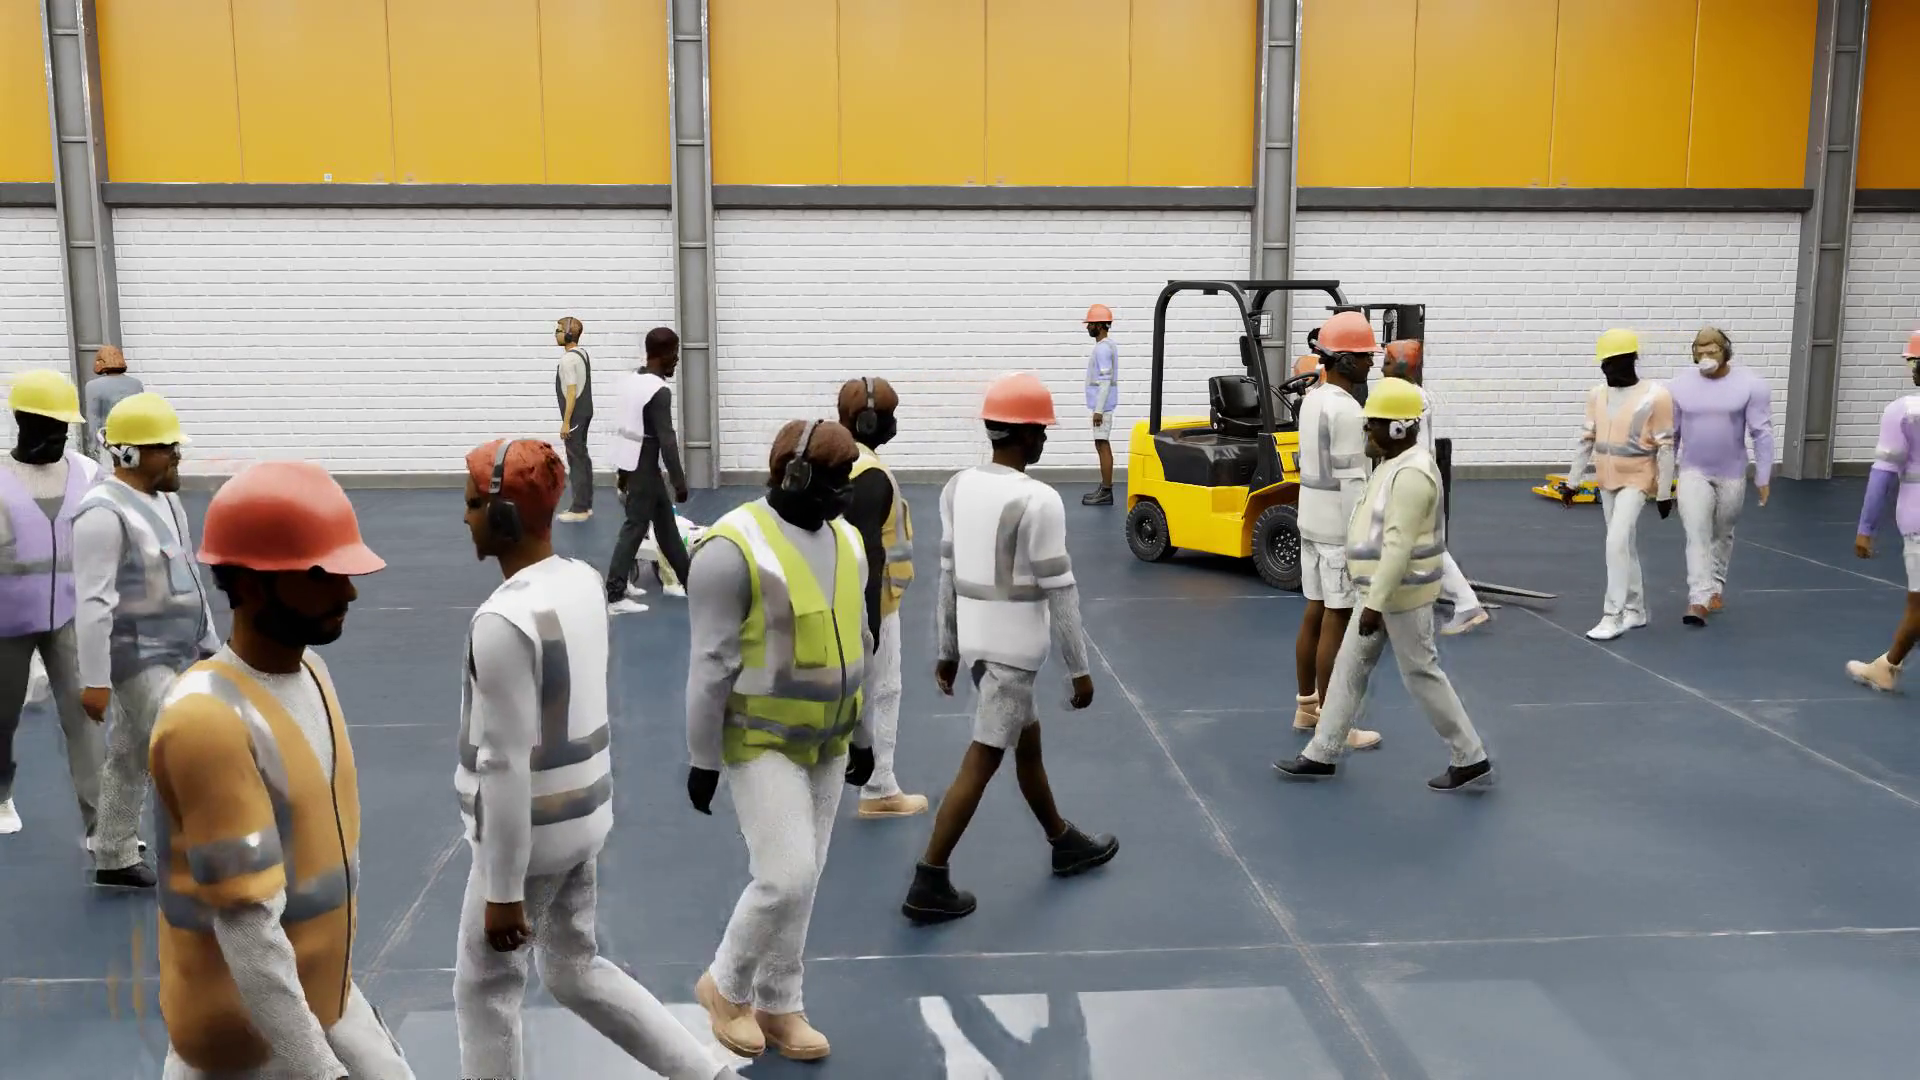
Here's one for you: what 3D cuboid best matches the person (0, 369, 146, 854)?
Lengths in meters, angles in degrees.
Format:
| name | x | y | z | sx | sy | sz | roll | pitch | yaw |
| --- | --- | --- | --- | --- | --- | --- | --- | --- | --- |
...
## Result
| name | x | y | z | sx | sy | sz | roll | pitch | yaw |
| --- | --- | --- | --- | --- | --- | --- | --- | --- | --- |
| person | -3.563 | 0.271 | 6.418 | 1.021 | 1.870 | 0.603 | 7 | 12 | 39 |

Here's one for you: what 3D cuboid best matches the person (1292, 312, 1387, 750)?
| name | x | y | z | sx | sy | sz | roll | pitch | yaw |
| --- | --- | --- | --- | --- | --- | --- | --- | --- | --- |
| person | 1.784 | -0.044 | 7.826 | 0.375 | 2.044 | 0.607 | -1 | 9 | -8 |

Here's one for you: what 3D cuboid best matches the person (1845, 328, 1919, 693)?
| name | x | y | z | sx | sy | sz | roll | pitch | yaw |
| --- | --- | --- | --- | --- | --- | --- | --- | --- | --- |
| person | 4.902 | -0.098 | 8.399 | 0.627 | 1.988 | 1.058 | -2 | 9 | -11 |

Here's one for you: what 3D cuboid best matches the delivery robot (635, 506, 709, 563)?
| name | x | y | z | sx | sy | sz | roll | pitch | yaw |
| --- | --- | --- | --- | --- | --- | --- | --- | --- | --- |
| delivery robot | -2.080 | -0.001 | 11.924 | 0.707 | 0.478 | 0.477 | 7 | 12 | 39 |

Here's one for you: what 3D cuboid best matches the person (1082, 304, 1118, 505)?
| name | x | y | z | sx | sy | sz | roll | pitch | yaw |
| --- | --- | --- | --- | --- | --- | --- | --- | --- | --- |
| person | 1.339 | -1.300 | 16.043 | 0.360 | 1.935 | 0.552 | 1 | 9 | 9 |

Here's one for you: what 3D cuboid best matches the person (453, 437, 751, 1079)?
| name | x | y | z | sx | sy | sz | roll | pitch | yaw |
| --- | --- | --- | --- | --- | --- | --- | --- | --- | --- |
| person | -0.912 | 0.683 | 3.851 | 0.806 | 1.859 | 0.585 | 1 | 9 | 9 |

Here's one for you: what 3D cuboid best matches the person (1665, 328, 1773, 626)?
| name | x | y | z | sx | sy | sz | roll | pitch | yaw |
| --- | --- | --- | --- | --- | --- | --- | --- | --- | --- |
| person | 4.806 | -0.401 | 10.624 | 0.668 | 1.891 | 0.986 | 5 | 10 | 27 |

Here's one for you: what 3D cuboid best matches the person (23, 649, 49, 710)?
| name | x | y | z | sx | sy | sz | roll | pitch | yaw |
| --- | --- | --- | --- | --- | --- | --- | --- | --- | --- |
| person | -5.025 | 0.029 | 8.406 | 0.805 | 1.716 | 0.492 | 4 | 10 | 24 |

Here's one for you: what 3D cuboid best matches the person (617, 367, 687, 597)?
| name | x | y | z | sx | sy | sz | roll | pitch | yaw |
| --- | --- | --- | --- | --- | --- | --- | --- | --- | --- |
| person | -2.141 | -0.383 | 11.372 | 0.603 | 1.597 | 0.491 | 1 | 9 | 3 |

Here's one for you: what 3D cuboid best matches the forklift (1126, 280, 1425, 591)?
| name | x | y | z | sx | sy | sz | roll | pitch | yaw |
| --- | --- | --- | --- | --- | --- | --- | --- | --- | --- |
| forklift | 2.301 | -0.860 | 12.475 | 1.214 | 2.155 | 2.313 | -6 | 11 | -35 |

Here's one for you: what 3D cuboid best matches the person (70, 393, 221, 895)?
| name | x | y | z | sx | sy | sz | roll | pitch | yaw |
| --- | --- | --- | --- | --- | --- | --- | --- | --- | --- |
| person | -2.725 | 0.389 | 5.858 | 0.844 | 1.797 | 0.626 | -1 | 9 | -6 |

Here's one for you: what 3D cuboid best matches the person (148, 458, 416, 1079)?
| name | x | y | z | sx | sy | sz | roll | pitch | yaw |
| --- | --- | --- | --- | --- | --- | --- | --- | --- | --- |
| person | -1.107 | 0.810 | 2.929 | 0.958 | 1.894 | 0.567 | 1 | 9 | 4 |

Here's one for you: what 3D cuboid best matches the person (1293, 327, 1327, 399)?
| name | x | y | z | sx | sy | sz | roll | pitch | yaw |
| --- | --- | --- | --- | --- | --- | --- | --- | --- | --- |
| person | 3.580 | -1.301 | 16.829 | 0.319 | 1.691 | 0.535 | -5 | 10 | -30 |

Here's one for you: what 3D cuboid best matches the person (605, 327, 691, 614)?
| name | x | y | z | sx | sy | sz | roll | pitch | yaw |
| --- | --- | --- | --- | --- | --- | --- | --- | --- | --- |
| person | -1.954 | -0.453 | 10.934 | 0.971 | 1.872 | 0.612 | -4 | 10 | -23 |

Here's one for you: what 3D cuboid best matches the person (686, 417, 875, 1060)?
| name | x | y | z | sx | sy | sz | roll | pitch | yaw |
| --- | --- | --- | --- | --- | --- | --- | --- | --- | --- |
| person | -0.477 | 0.570 | 4.666 | 0.438 | 1.821 | 0.655 | 7 | 11 | 37 |

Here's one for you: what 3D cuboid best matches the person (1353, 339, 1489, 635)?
| name | x | y | z | sx | sy | sz | roll | pitch | yaw |
| --- | --- | --- | --- | --- | --- | --- | --- | --- | --- |
| person | 2.787 | -0.311 | 10.176 | 0.995 | 1.839 | 0.579 | 2 | 9 | 11 |

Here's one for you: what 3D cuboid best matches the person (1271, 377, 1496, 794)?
| name | x | y | z | sx | sy | sz | roll | pitch | yaw |
| --- | --- | --- | --- | --- | --- | --- | --- | --- | --- |
| person | 1.873 | 0.203 | 7.100 | 0.915 | 1.793 | 0.598 | 0 | 9 | 2 |

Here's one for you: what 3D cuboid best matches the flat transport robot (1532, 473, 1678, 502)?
| name | x | y | z | sx | sy | sz | roll | pitch | yaw |
| --- | --- | --- | --- | --- | --- | --- | --- | --- | --- |
| flat transport robot | 6.476 | -0.529 | 16.420 | 1.431 | 0.197 | 0.652 | -1 | 9 | -9 |

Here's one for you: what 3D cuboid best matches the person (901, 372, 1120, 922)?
| name | x | y | z | sx | sy | sz | roll | pitch | yaw |
| --- | --- | --- | --- | --- | --- | --- | --- | --- | --- |
| person | 0.177 | 0.363 | 5.798 | 1.011 | 1.884 | 0.569 | -7 | 11 | -36 |

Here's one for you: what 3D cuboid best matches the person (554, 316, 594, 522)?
| name | x | y | z | sx | sy | sz | roll | pitch | yaw |
| --- | --- | --- | --- | --- | --- | --- | --- | --- | --- |
| person | -3.482 | -1.083 | 14.969 | 0.344 | 1.846 | 0.507 | 0 | 9 | 1 |

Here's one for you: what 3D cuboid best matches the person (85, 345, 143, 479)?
| name | x | y | z | sx | sy | sz | roll | pitch | yaw |
| --- | --- | --- | --- | --- | --- | --- | --- | --- | --- |
| person | -7.135 | -0.831 | 14.090 | 0.289 | 1.627 | 0.498 | 6 | 11 | 33 |

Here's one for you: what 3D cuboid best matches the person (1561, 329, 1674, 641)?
| name | x | y | z | sx | sy | sz | roll | pitch | yaw |
| --- | --- | --- | --- | --- | --- | --- | --- | --- | --- |
| person | 4.008 | -0.339 | 10.189 | 0.809 | 1.880 | 0.596 | -4 | 10 | -23 |

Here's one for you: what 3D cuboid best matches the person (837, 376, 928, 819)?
| name | x | y | z | sx | sy | sz | roll | pitch | yaw |
| --- | --- | --- | --- | --- | --- | --- | --- | --- | --- |
| person | -0.471 | 0.249 | 6.680 | 0.629 | 1.822 | 0.636 | -3 | 10 | -21 |
